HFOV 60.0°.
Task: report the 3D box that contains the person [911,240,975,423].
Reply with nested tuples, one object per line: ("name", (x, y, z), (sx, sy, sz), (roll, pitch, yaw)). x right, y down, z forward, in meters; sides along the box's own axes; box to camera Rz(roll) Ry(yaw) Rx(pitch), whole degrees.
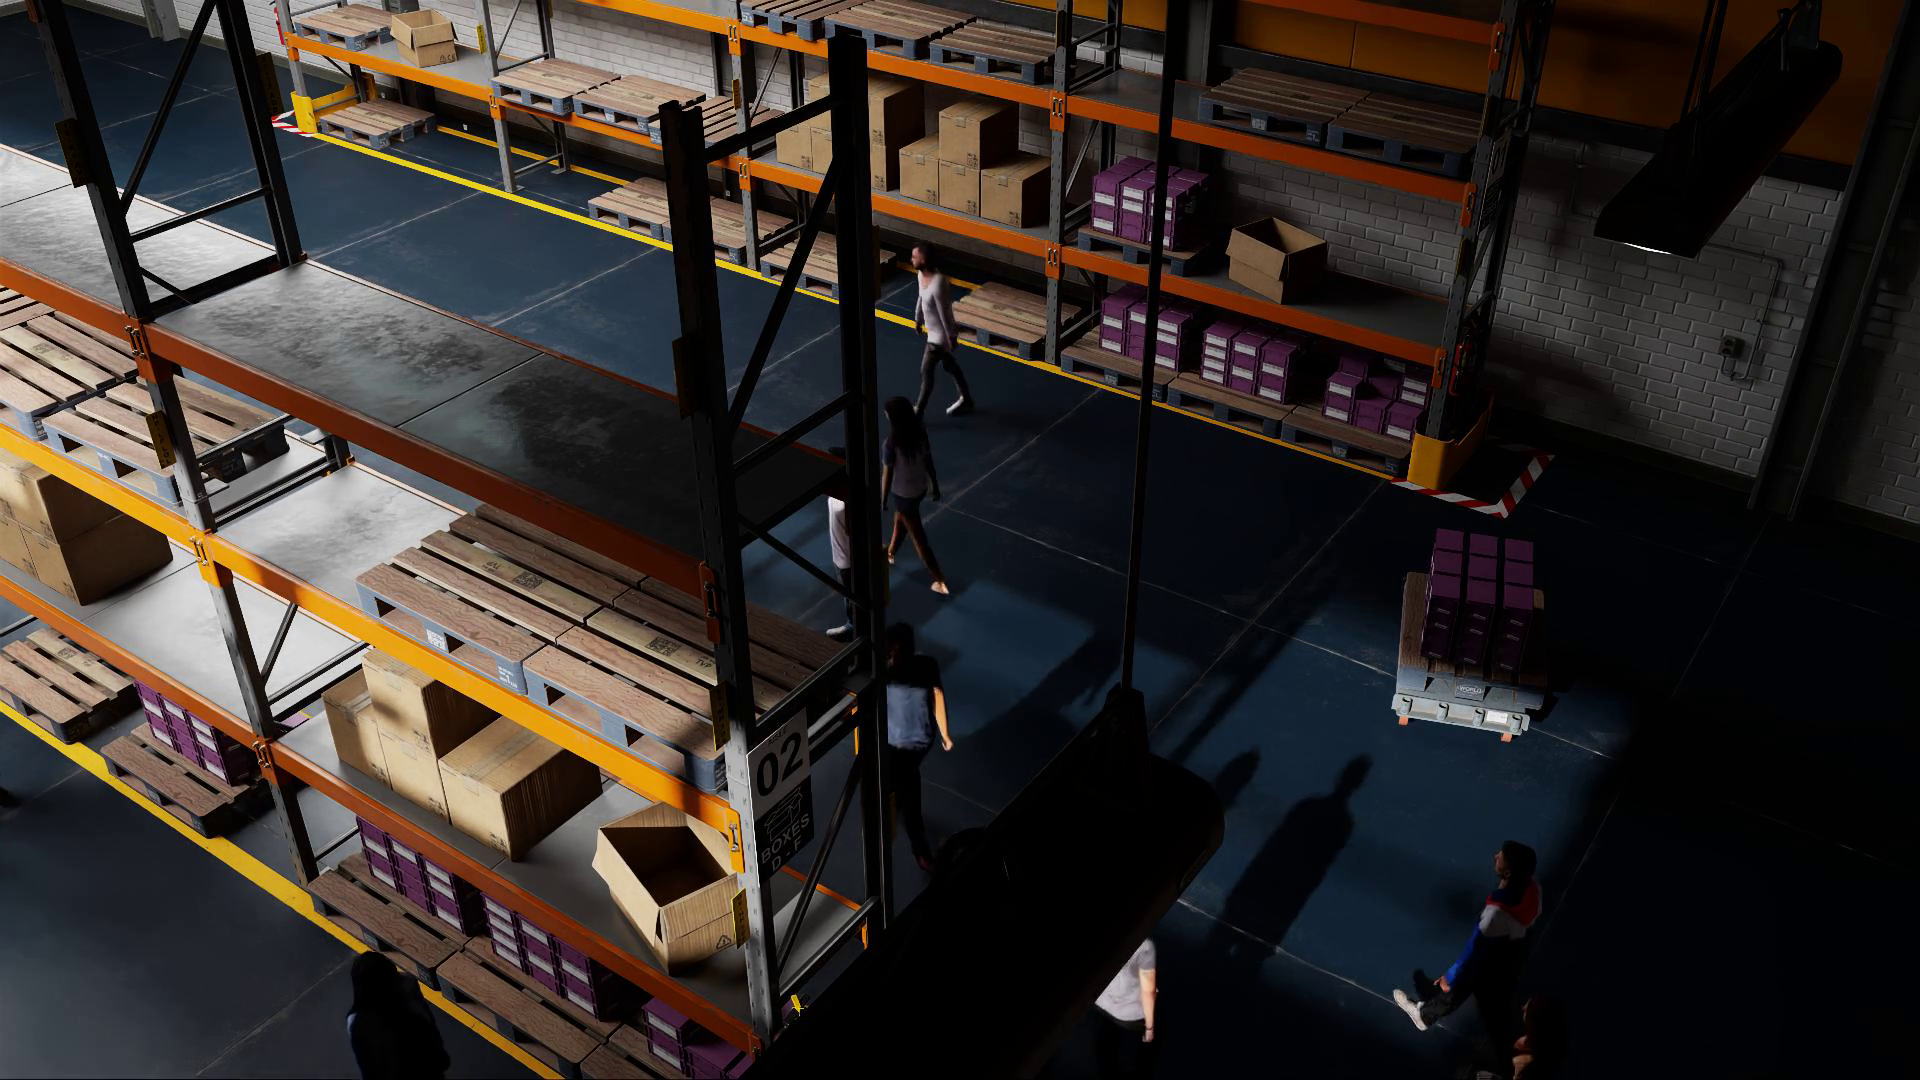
("person", (-0.109, -1.943, 15.537), (1.124, 1.789, 1.104), (-12, 36, -18))

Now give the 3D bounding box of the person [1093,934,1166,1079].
("person", (0.839, 2.474, 8.931), (0.754, 1.747, 0.648), (-26, 41, -33))

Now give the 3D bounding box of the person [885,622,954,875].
("person", (-0.382, 1.216, 10.805), (0.946, 1.767, 1.258), (-19, 38, -27))

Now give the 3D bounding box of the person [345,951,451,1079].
("person", (-2.928, 2.713, 8.617), (0.984, 1.695, 0.659), (18, 38, 25))

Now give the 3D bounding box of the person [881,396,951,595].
("person", (-0.349, -0.304, 13.170), (1.171, 1.680, 0.732), (29, 43, 36))

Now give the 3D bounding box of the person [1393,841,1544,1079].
("person", (2.990, 2.395, 9.081), (1.169, 1.711, 0.765), (27, 42, 35))
